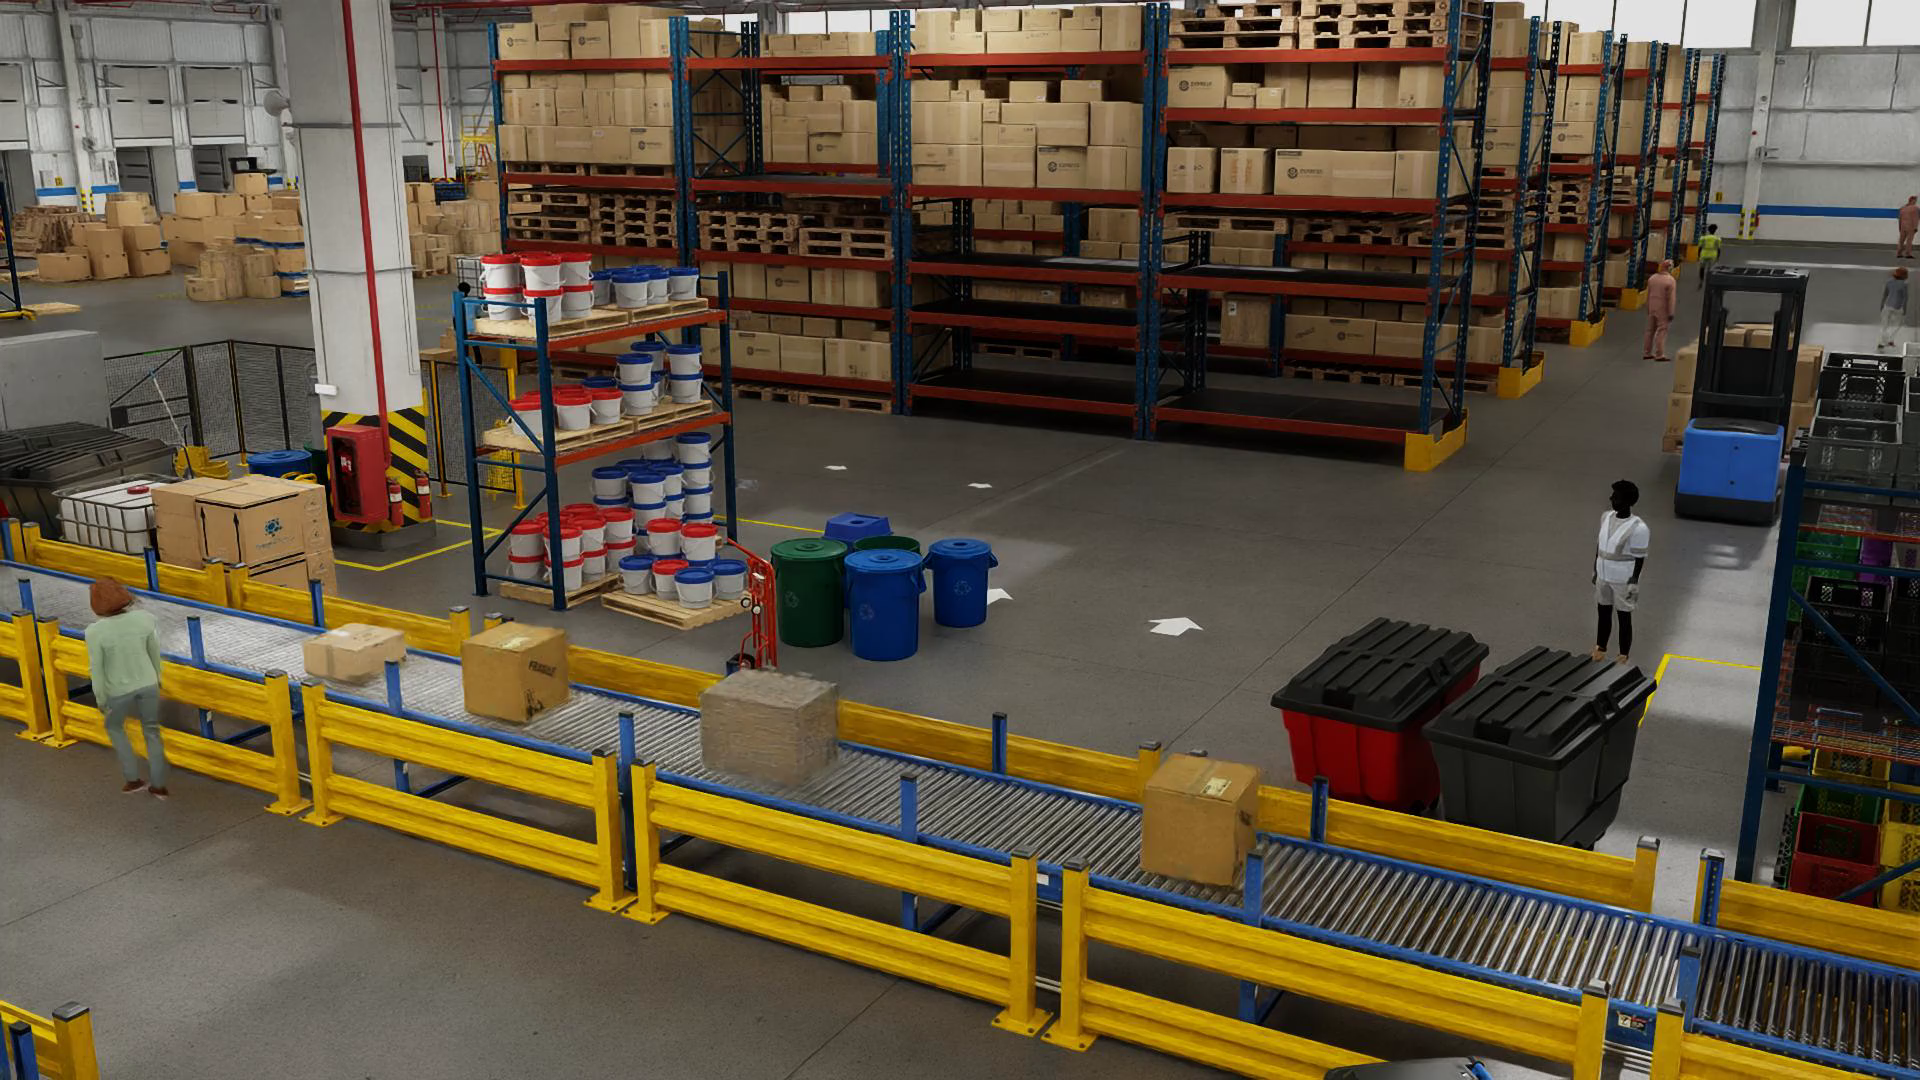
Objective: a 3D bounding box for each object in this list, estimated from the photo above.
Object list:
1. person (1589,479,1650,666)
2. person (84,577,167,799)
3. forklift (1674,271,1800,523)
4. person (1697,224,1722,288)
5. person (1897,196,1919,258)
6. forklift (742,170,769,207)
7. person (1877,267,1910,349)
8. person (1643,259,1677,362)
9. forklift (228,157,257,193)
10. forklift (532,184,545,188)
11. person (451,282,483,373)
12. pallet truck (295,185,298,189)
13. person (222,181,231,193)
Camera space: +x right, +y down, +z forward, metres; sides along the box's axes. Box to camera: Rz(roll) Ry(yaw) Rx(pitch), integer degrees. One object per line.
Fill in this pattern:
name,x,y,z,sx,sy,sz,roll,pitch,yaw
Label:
person,5.593,0.317,14.175,0.319,1.697,0.532,-6,16,-22
person,-5.805,1.035,11.626,0.461,1.616,0.529,13,20,41
forklift,9.269,-1.763,19.726,1.129,2.768,1.873,8,17,27
person,19.301,-7.297,42.834,0.560,1.670,0.672,8,17,26
person,29.188,-9.621,51.147,0.406,1.902,0.636,-6,16,-22
forklift,-6.355,-10.209,51.478,1.129,2.768,1.873,8,17,28
person,18.308,-4.542,32.594,0.530,1.603,0.628,-7,16,-24
person,13.137,-4.293,31.128,0.398,1.899,0.650,-6,16,-22
forklift,-24.704,-11.836,57.594,1.873,2.768,1.129,8,17,28
forklift,-16.254,-13.594,64.203,1.873,2.768,1.129,1,15,2
person,-8.658,-3.692,29.282,0.546,1.685,0.323,-12,19,-38
pallet truck,-26.804,-14.617,69.738,1.885,1.965,0.823,-14,20,-42
person,-26.556,-11.991,60.043,0.638,1.907,0.674,-5,16,-18
